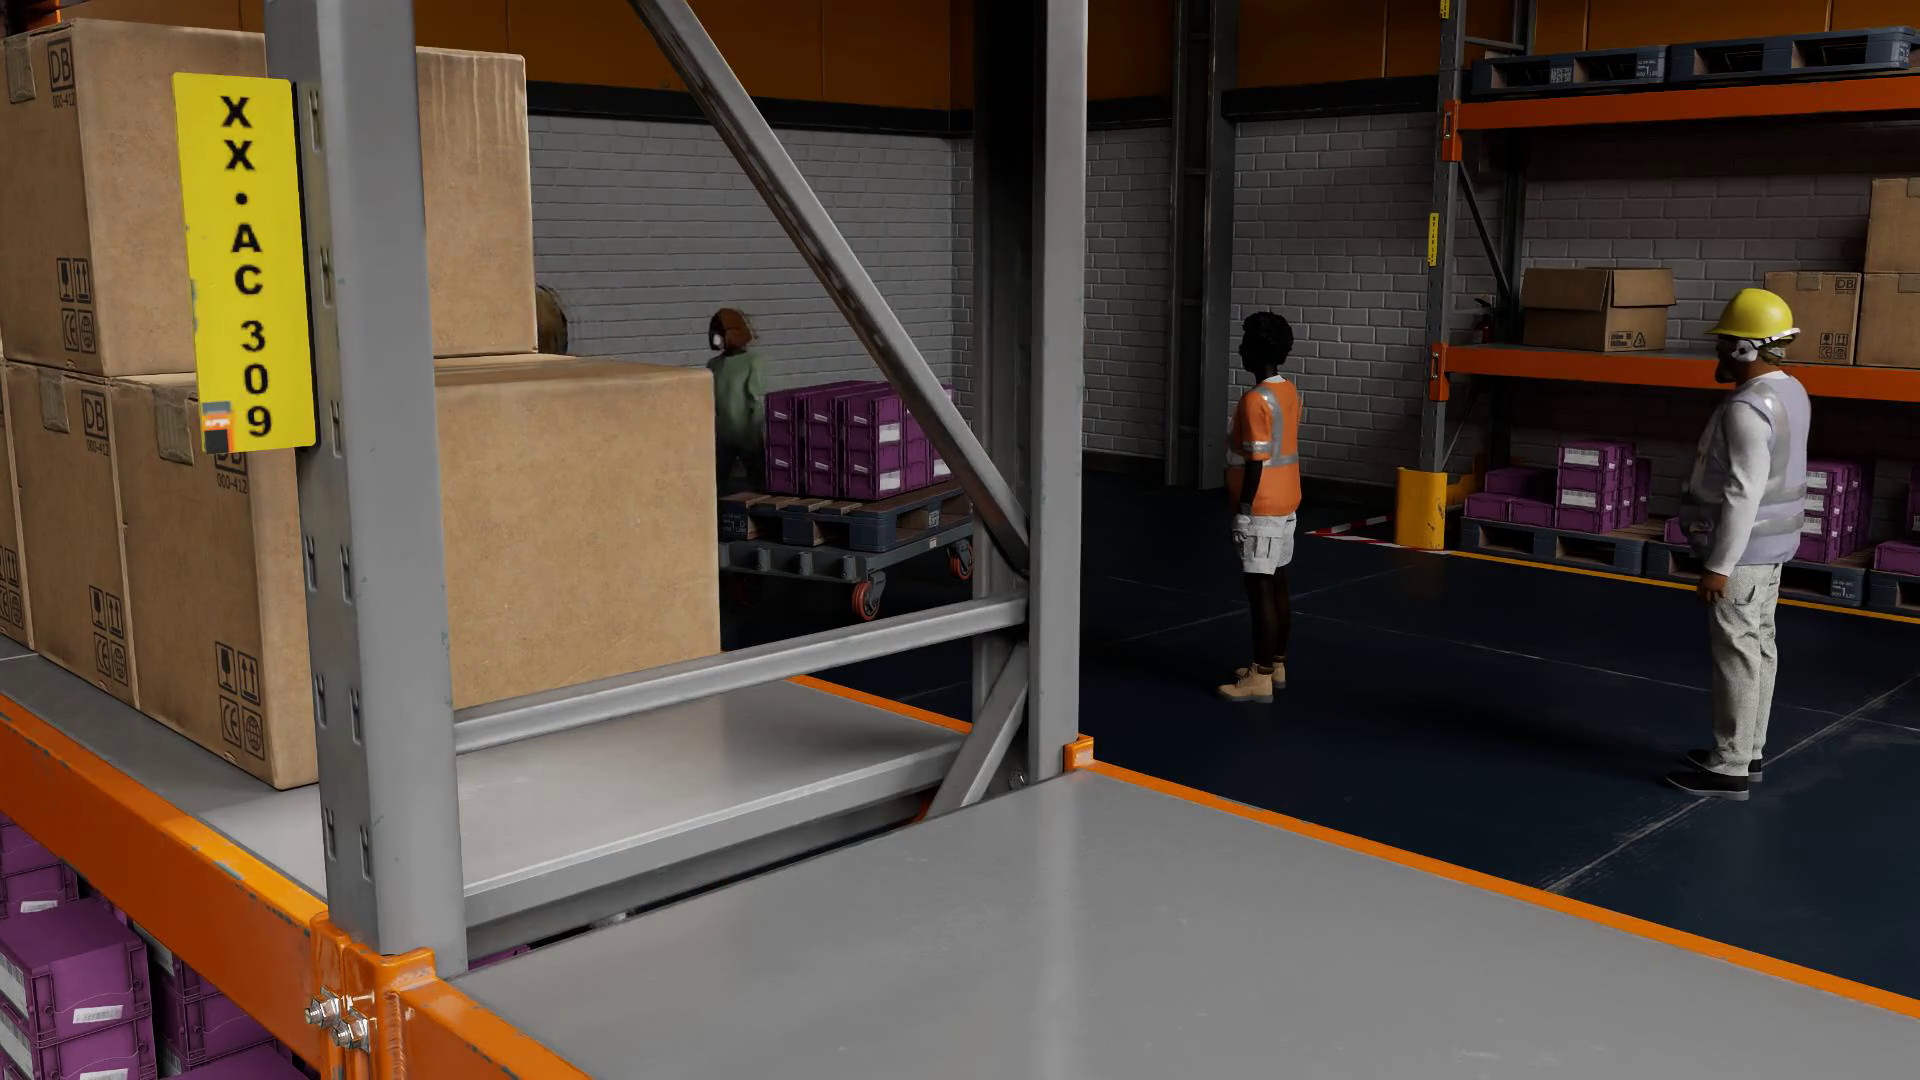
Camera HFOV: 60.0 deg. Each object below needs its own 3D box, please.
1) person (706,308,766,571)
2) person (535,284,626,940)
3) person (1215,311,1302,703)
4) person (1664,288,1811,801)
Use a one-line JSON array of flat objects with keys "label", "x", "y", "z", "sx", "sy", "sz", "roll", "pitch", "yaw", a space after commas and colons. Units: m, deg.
[{"label": "person", "x": -1.308, "y": -0.613, "z": 10.106, "sx": 0.498, "sy": 1.598, "sz": 0.810, "roll": 7, "pitch": 12, "yaw": 33}, {"label": "person", "x": -1.232, "y": 0.224, "z": 4.740, "sx": 1.005, "sy": 1.883, "sz": 0.656, "roll": 10, "pitch": 14, "yaw": 43}, {"label": "person", "x": 1.315, "y": -0.141, "z": 7.255, "sx": 0.318, "sy": 1.697, "sz": 0.535, "roll": 5, "pitch": 12, "yaw": 26}, {"label": "person", "x": 2.804, "y": 0.019, "z": 6.004, "sx": 0.403, "sy": 1.835, "sz": 0.588, "roll": 8, "pitch": 13, "yaw": 38}]
